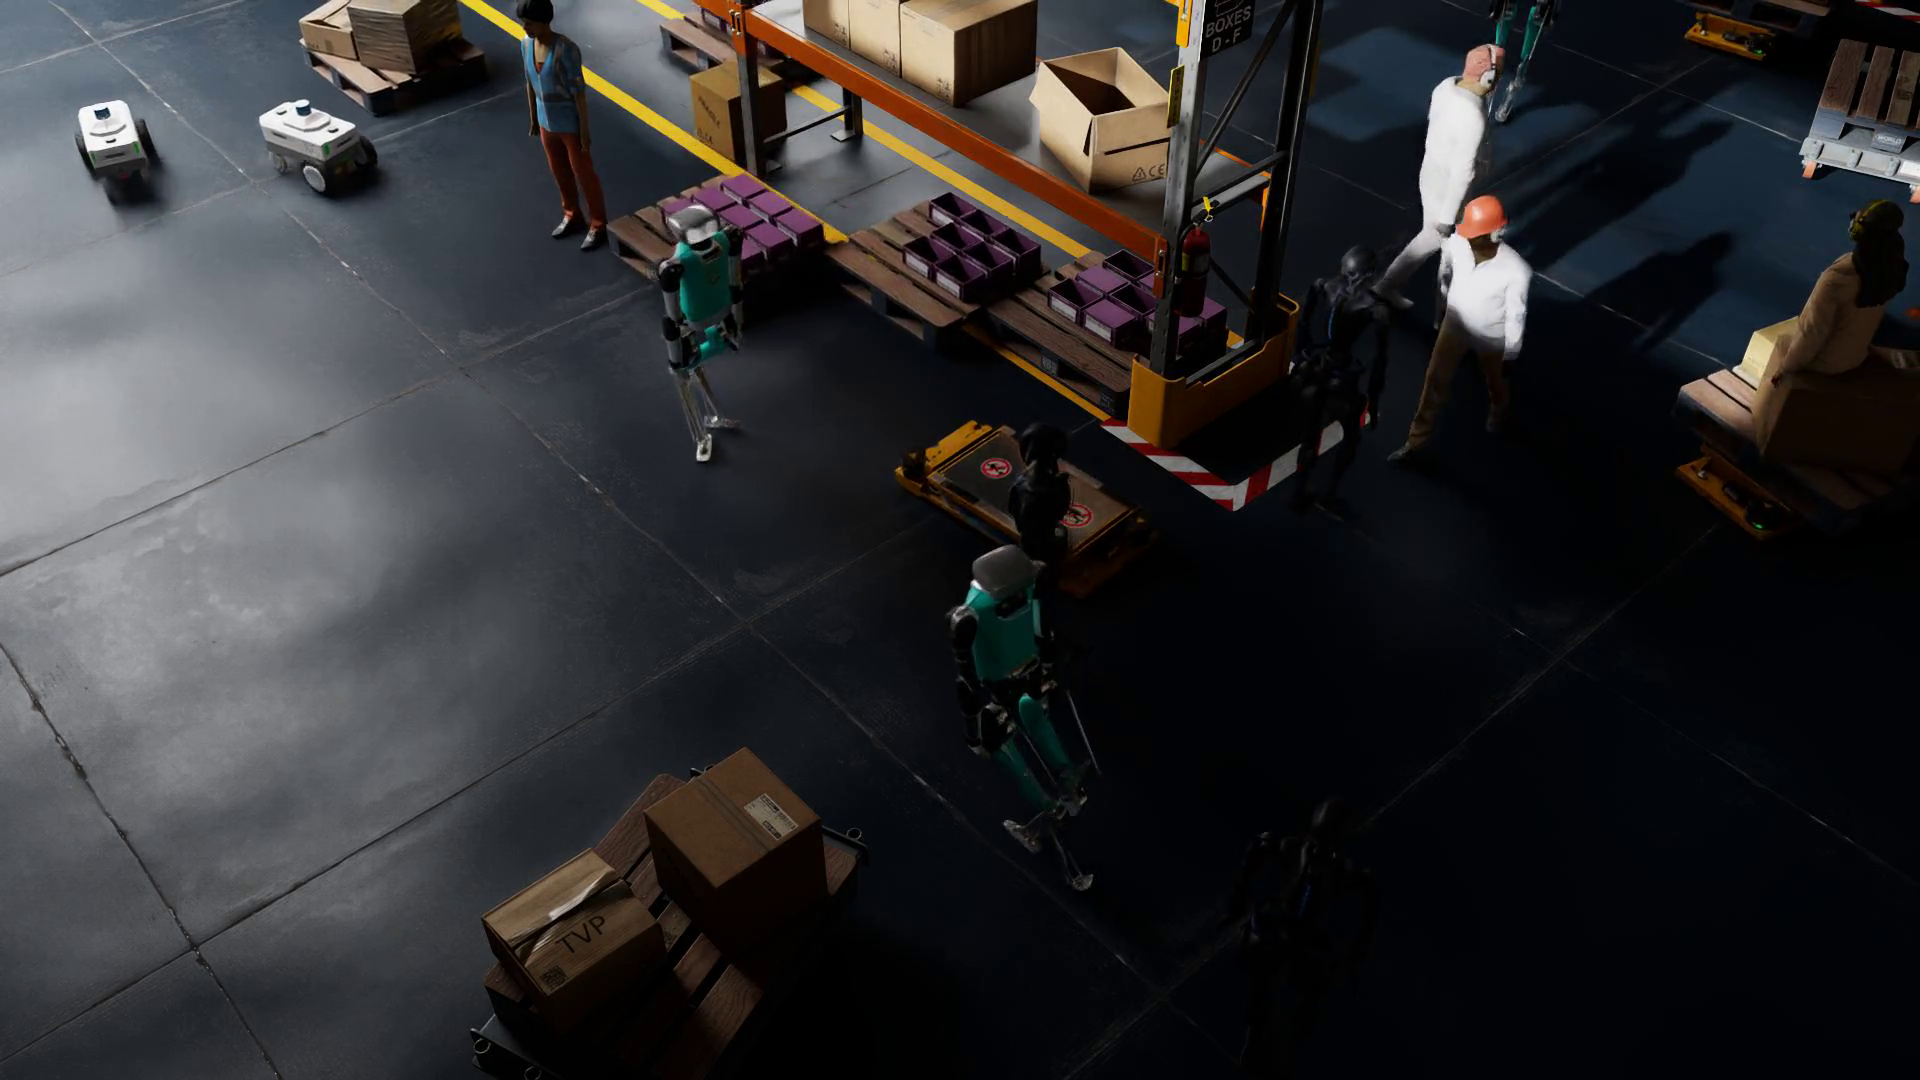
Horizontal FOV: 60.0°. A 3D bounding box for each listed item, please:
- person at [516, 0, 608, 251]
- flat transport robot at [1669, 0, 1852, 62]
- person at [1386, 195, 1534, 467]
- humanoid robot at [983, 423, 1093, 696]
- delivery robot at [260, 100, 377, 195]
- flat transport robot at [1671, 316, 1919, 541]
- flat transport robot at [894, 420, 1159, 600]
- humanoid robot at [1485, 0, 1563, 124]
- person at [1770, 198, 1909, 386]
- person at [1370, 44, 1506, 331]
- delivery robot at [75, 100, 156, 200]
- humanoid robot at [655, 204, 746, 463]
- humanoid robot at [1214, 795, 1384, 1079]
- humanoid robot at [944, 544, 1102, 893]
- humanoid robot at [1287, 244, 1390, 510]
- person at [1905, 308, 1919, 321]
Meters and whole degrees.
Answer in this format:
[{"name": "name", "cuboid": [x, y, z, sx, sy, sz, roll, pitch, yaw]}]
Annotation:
[{"name": "person", "cuboid": [-2.647, -2.769, 11.007, 0.502, 1.758, 0.333, 22, 47, 22]}, {"name": "flat transport robot", "cuboid": [6.654, -4.410, 13.891, 0.659, 0.231, 1.431, 29, 50, 27]}, {"name": "person", "cuboid": [2.931, -1.218, 9.366, 0.918, 1.698, 0.613, -30, 50, -29]}, {"name": "humanoid robot", "cuboid": [0.389, 0.146, 7.901, 0.513, 1.645, 0.597, 8, 43, 8]}, {"name": "delivery robot", "cuboid": [-4.666, -2.875, 12.021, 0.811, 0.608, 0.499, 22, 47, 22]}, {"name": "flat transport robot", "cuboid": [4.910, -0.455, 9.590, 1.431, 0.231, 0.659, -19, 46, -20]}, {"name": "flat transport robot", "cuboid": [0.361, -0.222, 9.337, 1.431, 0.231, 0.659, 33, 52, 31]}, {"name": "humanoid robot", "cuboid": [4.062, -3.738, 12.138, 0.546, 1.857, 0.852, 16, 45, 16]}, {"name": "person", "cuboid": [4.682, -0.986, 8.983, 0.565, 1.875, 0.390, -17, 45, -17]}, {"name": "person", "cuboid": [3.000, -2.160, 10.262, 0.605, 1.880, 0.657, -4, 43, -4]}, {"name": "delivery robot", "cuboid": [-6.108, -2.862, 12.005, 0.499, 0.606, 0.805, -19, 46, -20]}, {"name": "humanoid robot", "cuboid": [-1.527, -1.179, 9.295, 0.809, 1.772, 0.597, 34, 52, 31]}, {"name": "humanoid robot", "cuboid": [1.247, 1.567, 6.354, 0.595, 1.647, 0.430, 16, 45, 16]}, {"name": "humanoid robot", "cuboid": [0.365, 0.891, 7.108, 0.552, 1.863, 0.826, -30, 50, -28]}, {"name": "humanoid robot", "cuboid": [2.004, -0.851, 8.986, 0.589, 1.649, 0.366, 32, 51, 30]}, {"name": "person", "cuboid": [6.468, -2.027, 10.163, 0.579, 1.810, 0.524, 22, 47, 22]}]
